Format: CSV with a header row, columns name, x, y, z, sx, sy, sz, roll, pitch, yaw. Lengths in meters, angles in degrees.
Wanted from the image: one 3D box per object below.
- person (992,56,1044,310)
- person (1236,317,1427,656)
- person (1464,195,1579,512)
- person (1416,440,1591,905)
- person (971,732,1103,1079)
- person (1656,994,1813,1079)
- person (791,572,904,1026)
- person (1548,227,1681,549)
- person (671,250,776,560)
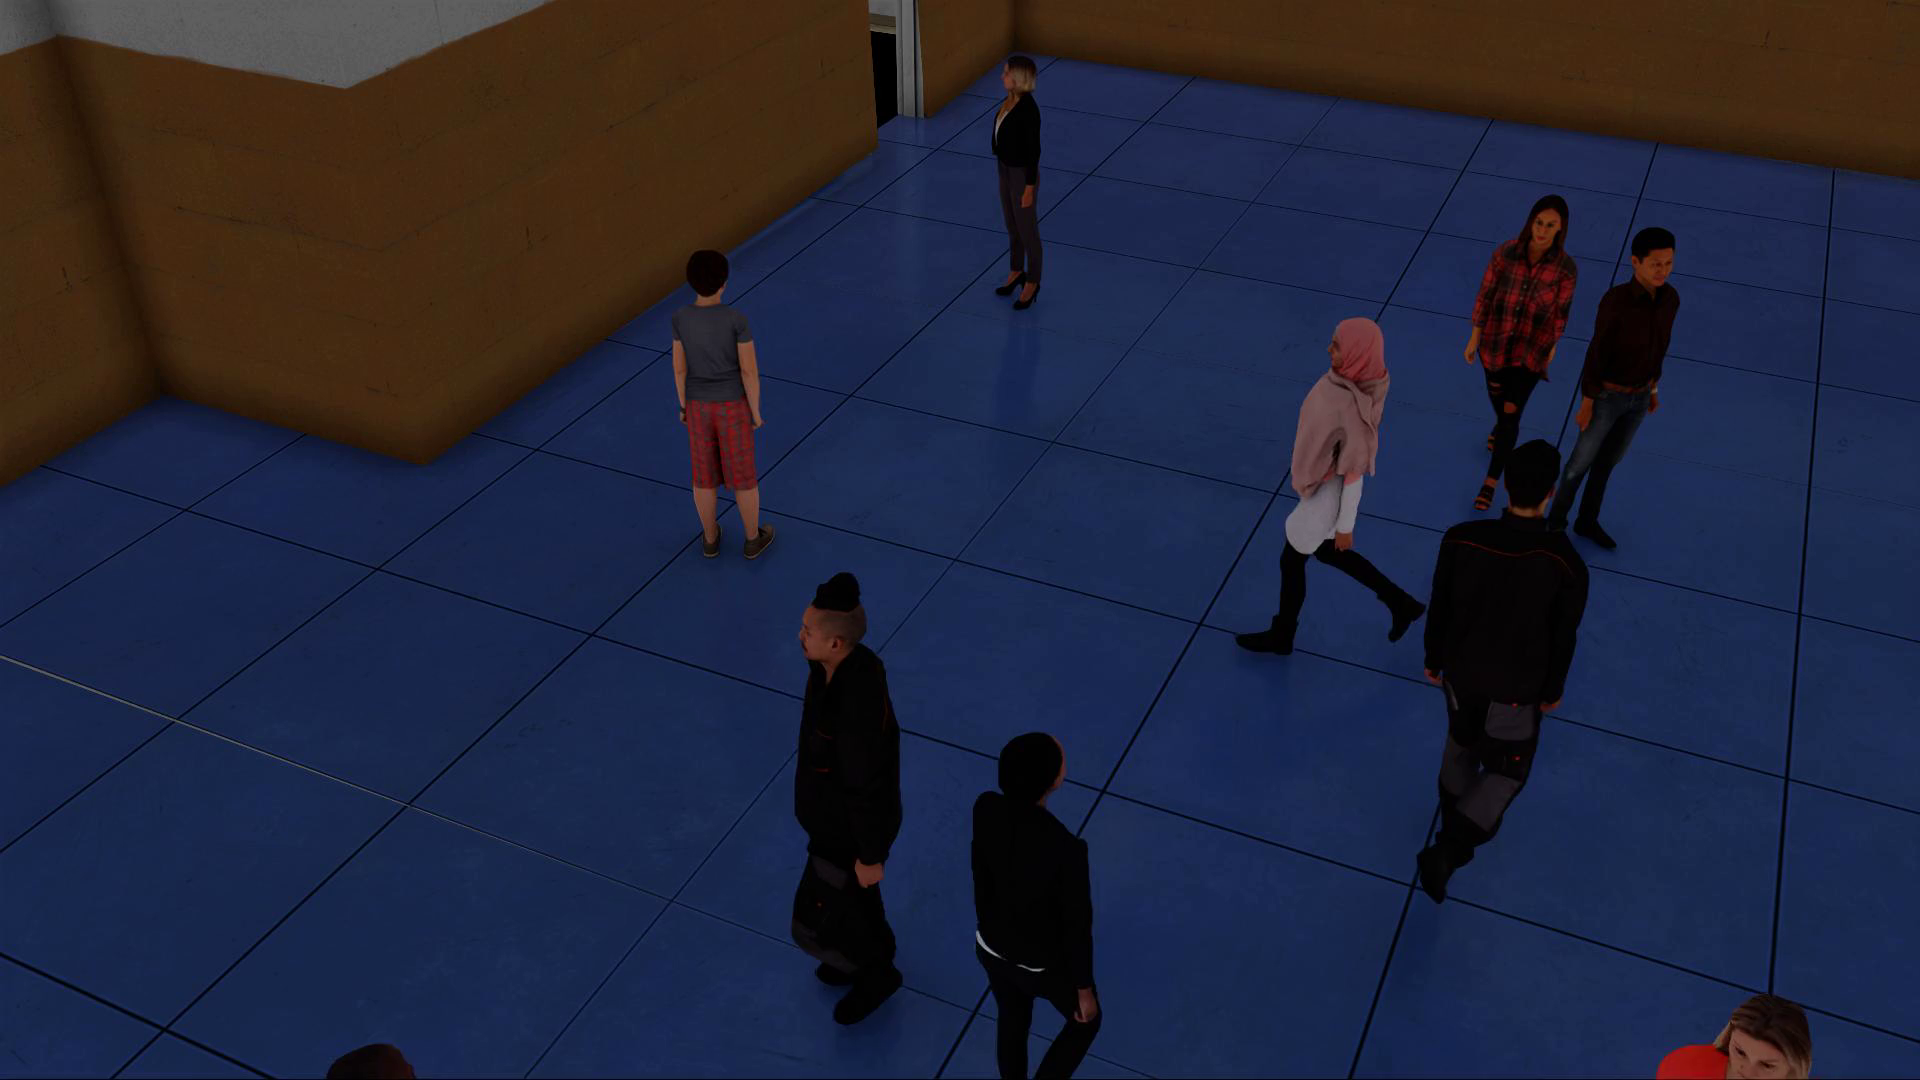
name,x,y,z,sx,sy,sz,roll,pitch,yaw
person,0.394,-2.311,10.760,0.737,1.670,0.676,-12,35,-17
person,1.754,-0.184,7.462,1.159,1.781,0.851,4,34,6
person,2.974,-1.058,8.884,1.082,1.662,0.783,20,38,27
person,1.992,0.536,6.258,1.063,1.918,0.896,21,39,29
person,0.170,1.357,5.103,0.736,1.828,0.772,25,41,32
person,2.051,1.798,4.574,0.804,1.680,0.682,15,37,22
person,-0.302,0.913,5.735,0.908,1.846,0.885,-7,34,-10
person,3.265,-0.732,8.287,0.705,1.779,0.752,-13,36,-19
person,-1.205,-0.651,8.271,0.564,1.650,0.700,4,34,6
